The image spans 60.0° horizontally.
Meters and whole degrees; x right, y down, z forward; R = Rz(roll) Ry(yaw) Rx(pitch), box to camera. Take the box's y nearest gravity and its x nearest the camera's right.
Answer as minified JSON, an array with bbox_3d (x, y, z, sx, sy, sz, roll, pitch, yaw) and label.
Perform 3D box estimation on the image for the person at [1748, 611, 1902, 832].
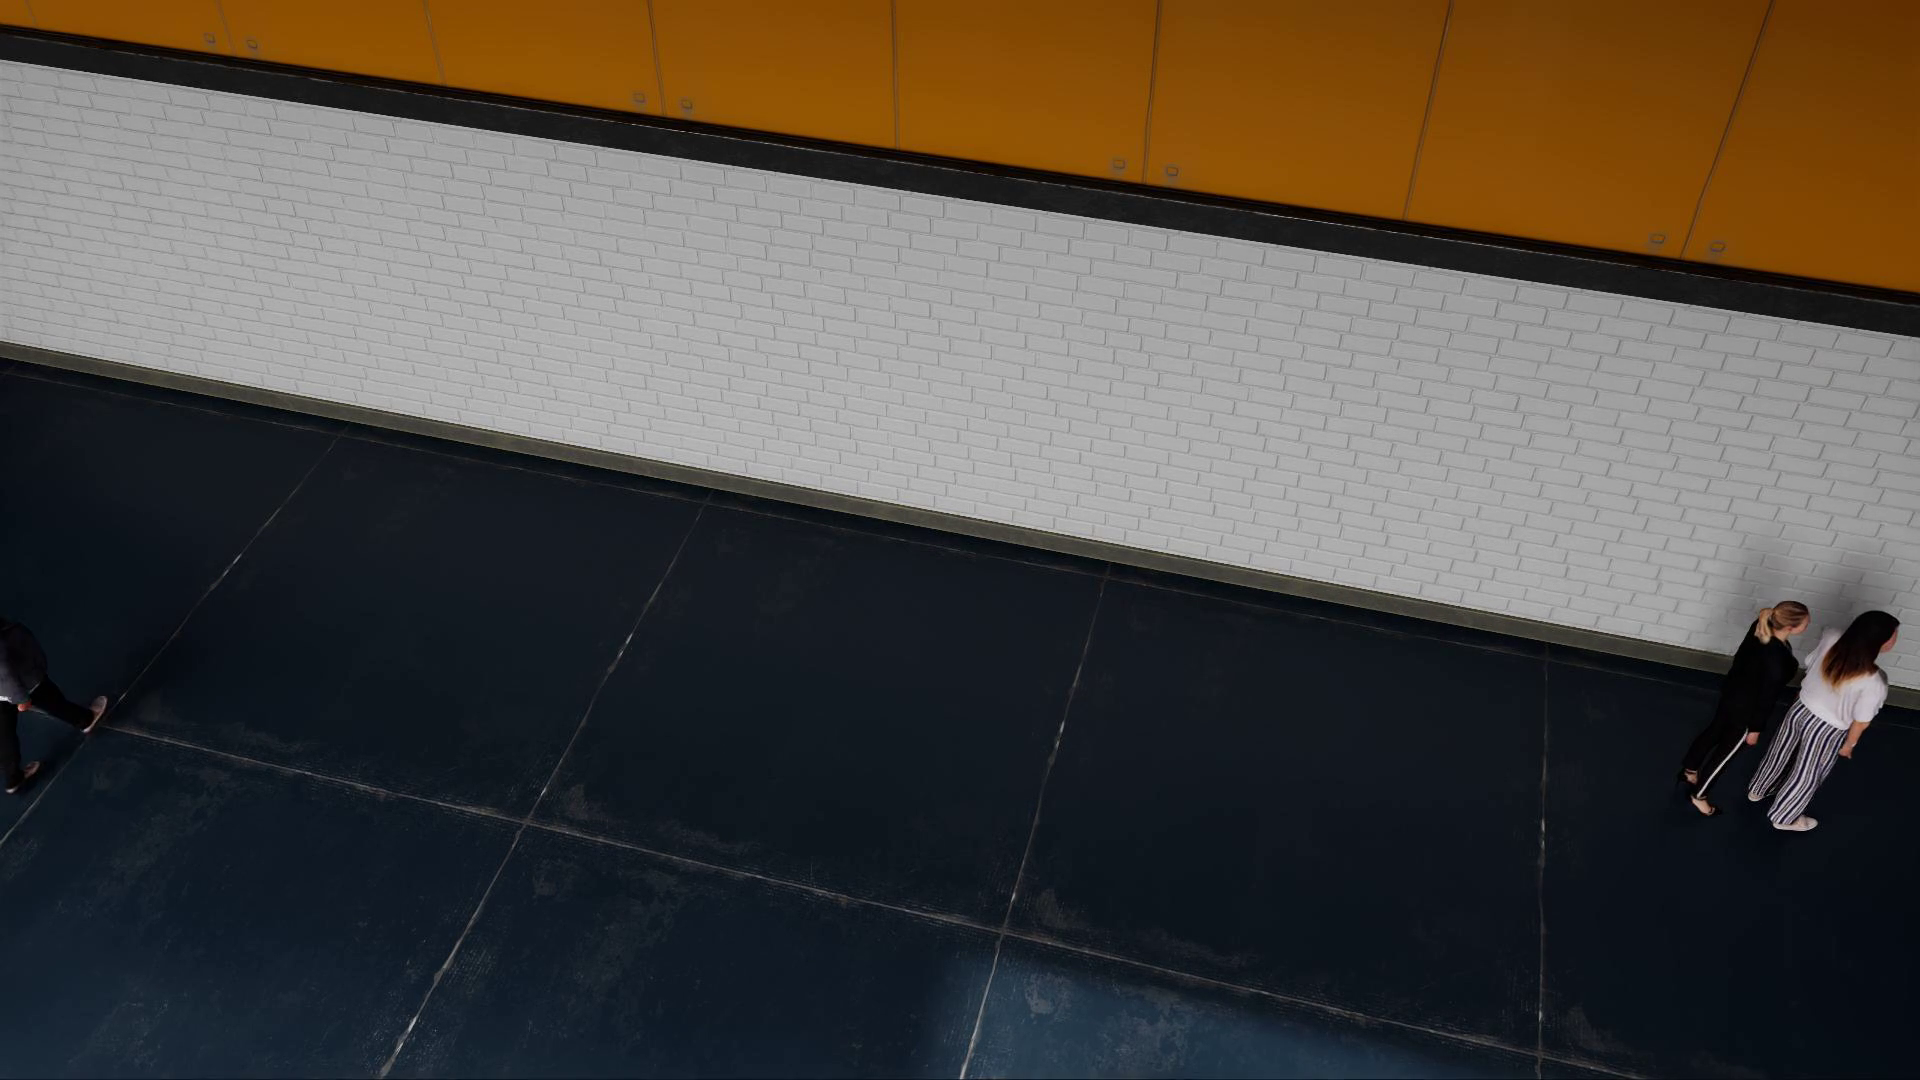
[{"bbox_3d":[5.020,1.029,9.656,0.842,1.679,0.728,-10,44,-10],"label":"person"}]

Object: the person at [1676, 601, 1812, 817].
[{"bbox_3d":[4.558,0.966,9.704,0.719,1.705,0.531,2,44,2],"label":"person"}]

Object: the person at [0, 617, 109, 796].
[{"bbox_3d":[-5.737,0.882,9.899,0.709,1.556,1.037,13,45,13],"label":"person"}]
